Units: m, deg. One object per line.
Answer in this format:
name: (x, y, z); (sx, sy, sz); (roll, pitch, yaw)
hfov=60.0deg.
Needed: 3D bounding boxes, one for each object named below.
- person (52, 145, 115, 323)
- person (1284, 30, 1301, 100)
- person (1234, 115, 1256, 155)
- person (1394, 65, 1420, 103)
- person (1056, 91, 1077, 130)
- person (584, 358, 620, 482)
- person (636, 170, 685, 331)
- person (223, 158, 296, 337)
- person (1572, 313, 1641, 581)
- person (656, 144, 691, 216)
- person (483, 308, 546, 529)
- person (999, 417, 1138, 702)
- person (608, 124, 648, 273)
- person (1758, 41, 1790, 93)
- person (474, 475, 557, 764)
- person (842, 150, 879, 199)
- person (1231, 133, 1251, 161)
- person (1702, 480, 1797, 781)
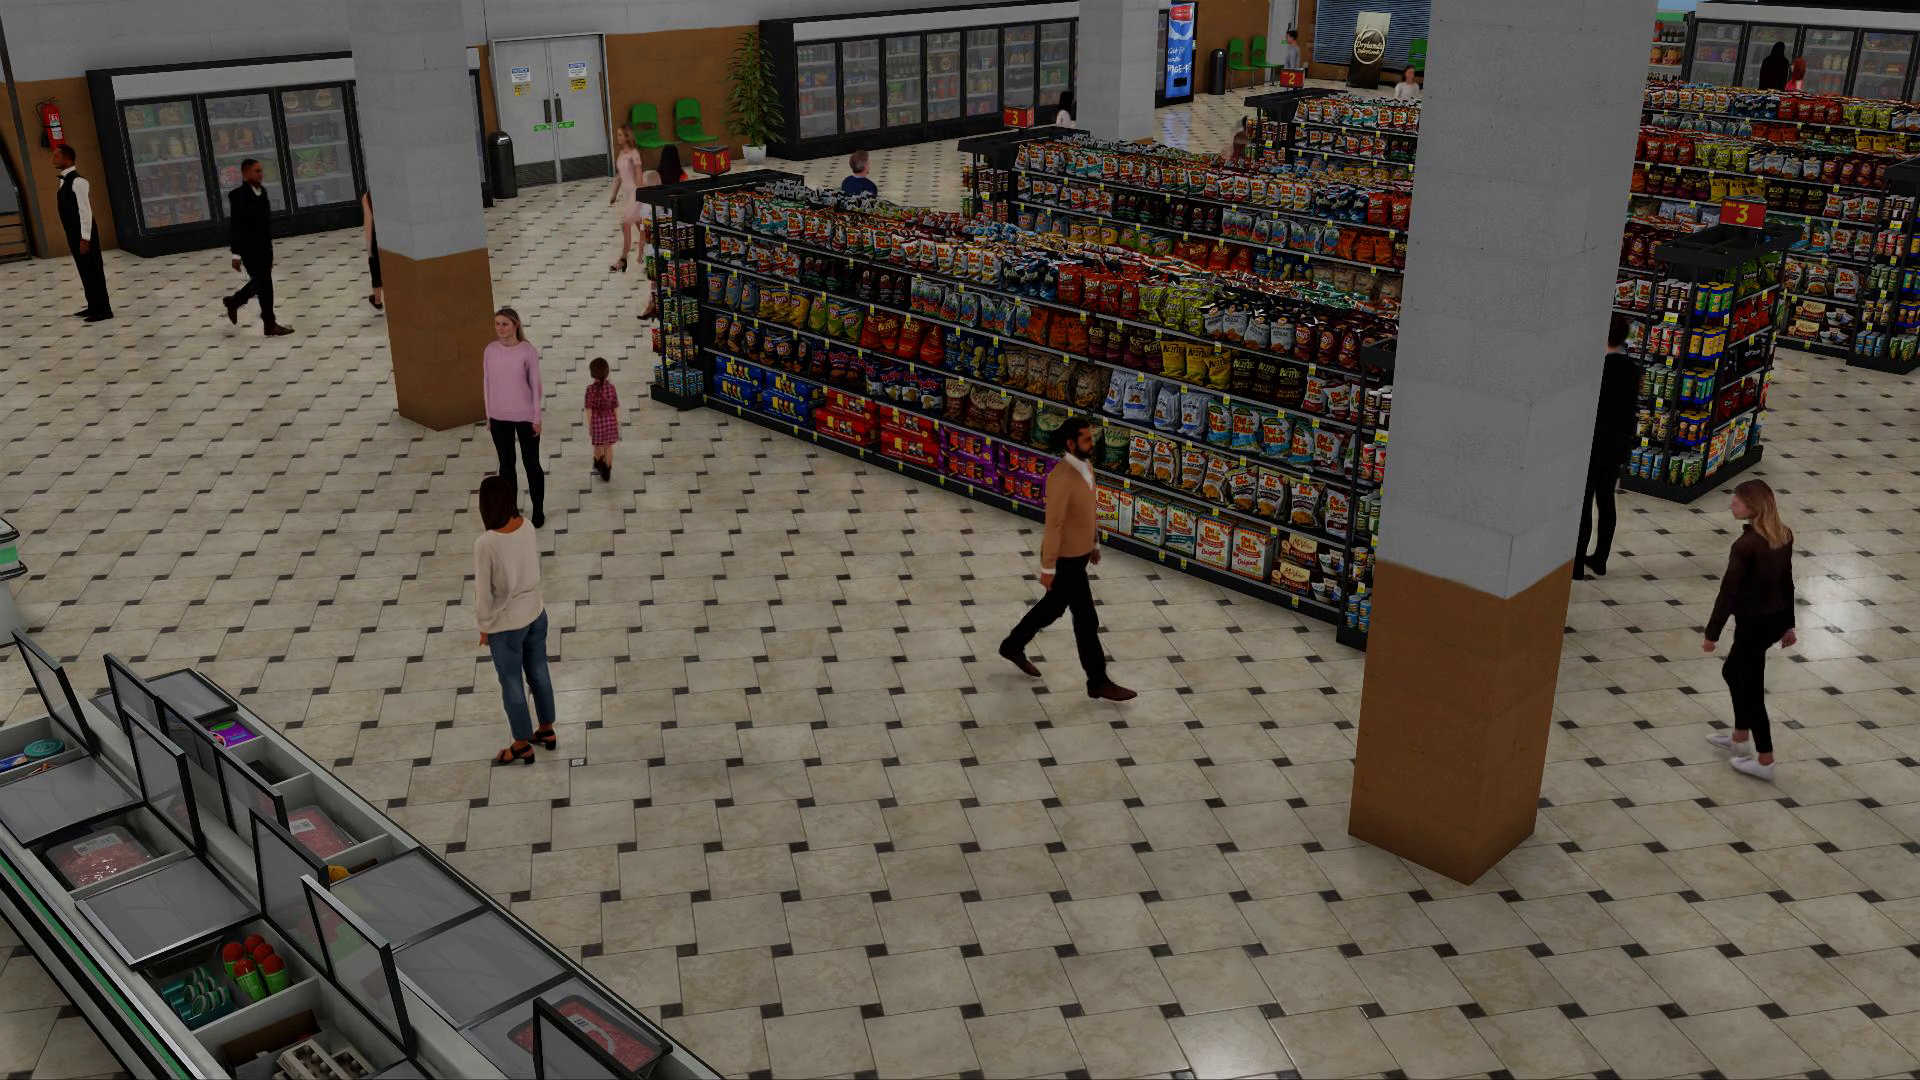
person: (-9.717, -3.400, 18.406); (0.744, 1.919, 0.513); (-19, 29, -39)
person: (6.444, -8.957, 32.331); (0.712, 1.847, 0.712); (6, 23, 14)
person: (4.341, -5.817, 25.330); (0.857, 1.241, 0.822); (6, 23, 15)
person: (7.460, -7.121, 28.025); (0.946, 1.652, 1.157); (-6, 23, -14)
person: (1.512, -5.926, 25.079); (0.836, 1.632, 0.759); (-4, 22, -9)
person: (-2.916, -0.968, 13.578); (0.571, 1.007, 0.697); (-8, 23, -19)
person: (-3.161, -3.067, 17.866); (1.148, 1.705, 0.779); (12, 25, 28)
person: (-7.596, -3.094, 17.712); (1.262, 1.869, 1.122); (6, 23, 14)
person: (4.447, -0.645, 11.588); (0.776, 1.890, 0.737); (-9, 23, -21)
person: (-3.386, -3.715, 19.471); (1.089, 1.710, 1.030); (5, 22, 12)
person: (-3.358, -0.929, 12.565); (0.665, 1.688, 0.745); (2, 22, 6)
person: (0.568, 0.104, 9.947); (1.263, 1.725, 0.985); (8, 23, 20)
person: (-3.946, -4.224, 20.613); (0.795, 1.803, 0.933); (-11, 25, -26)
person: (15.184, -8.425, 31.128); (0.738, 1.757, 0.554); (-18, 28, -37)
person: (-2.451, 0.435, 9.187); (0.619, 1.677, 0.655); (13, 25, 30)
person: (-1.105, -3.357, 18.366); (0.500, 1.868, 0.730); (17, 27, 36)
person: (4.023, -5.092, 23.518); (0.933, 1.246, 0.742); (8, 23, 18)
person: (4.378, 0.514, 9.003); (0.660, 1.666, 0.733); (-12, 25, -27)
